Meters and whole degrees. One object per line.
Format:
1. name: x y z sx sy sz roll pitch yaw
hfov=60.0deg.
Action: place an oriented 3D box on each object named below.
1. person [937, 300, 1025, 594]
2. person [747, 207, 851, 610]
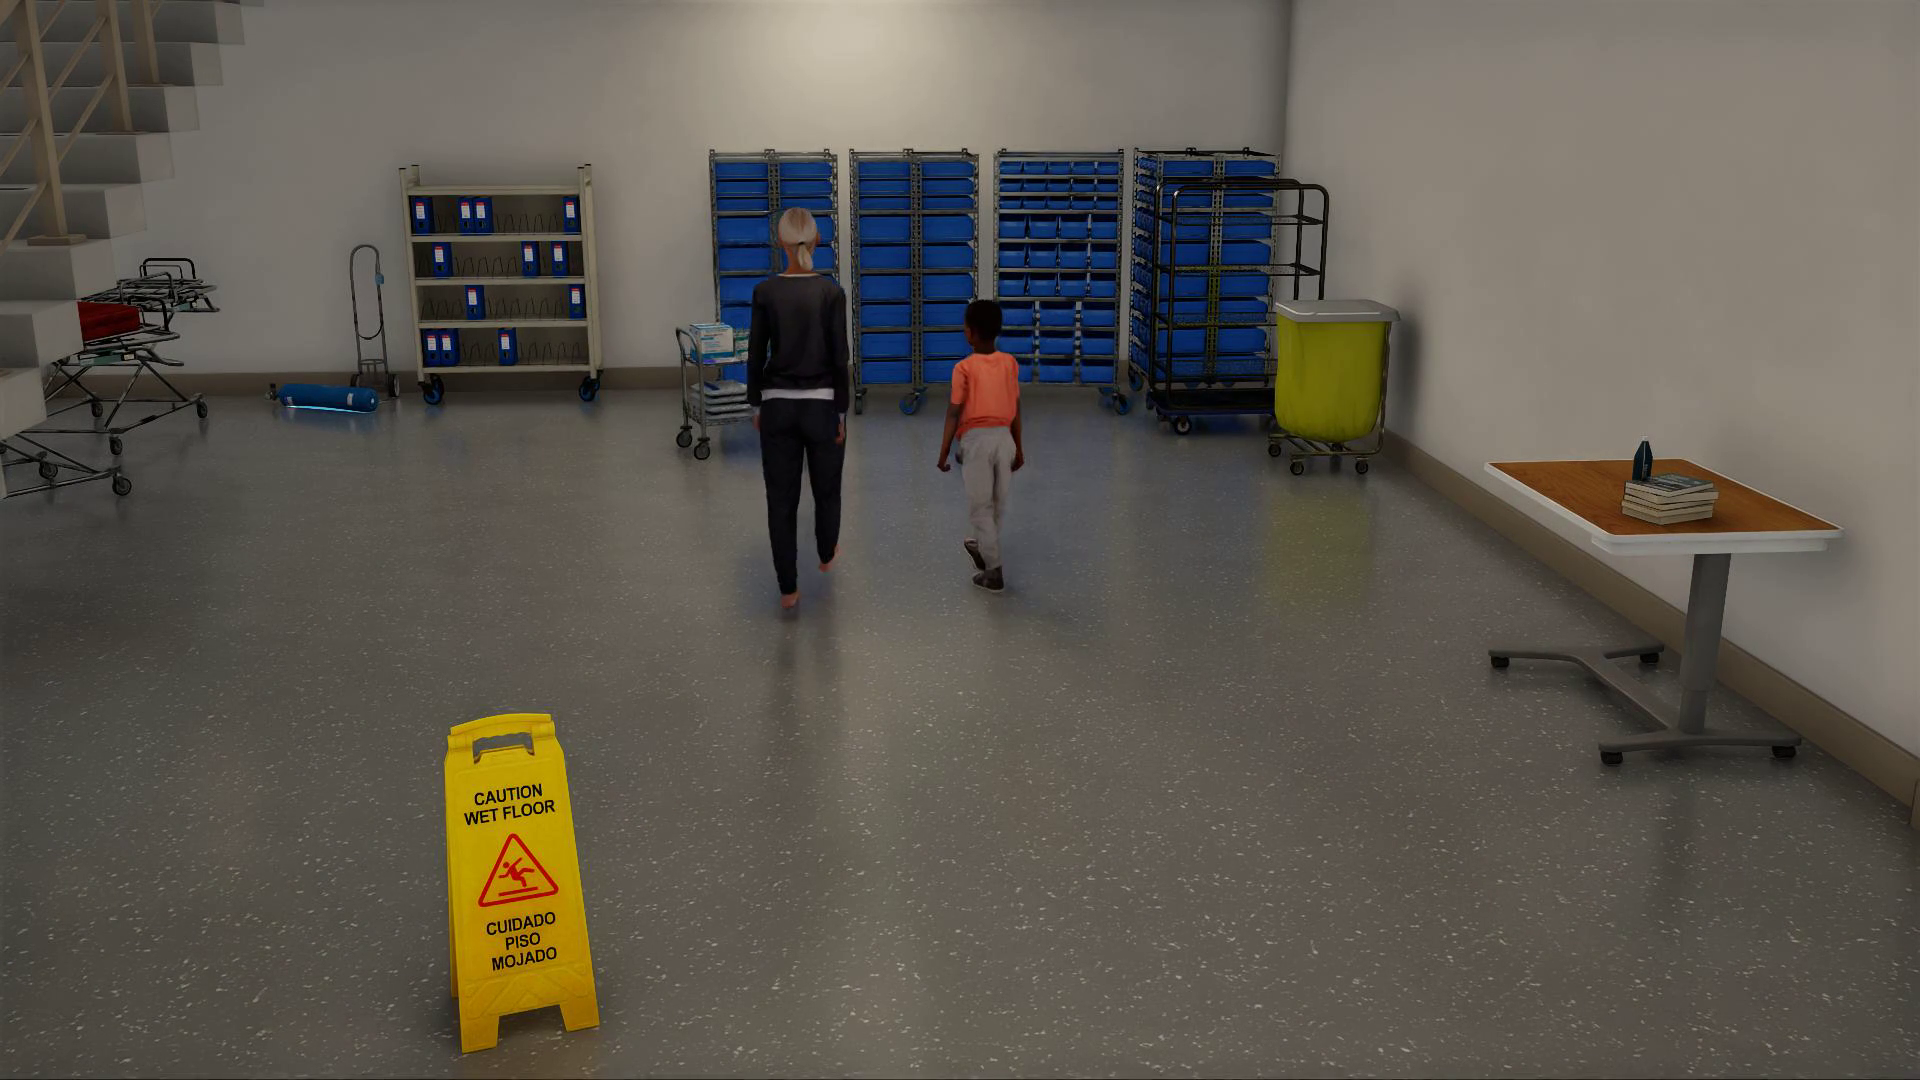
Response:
1. person: 0.139 -0.399 7.382 0.663 1.293 0.830 -7 17 -23
2. person: -0.694 -0.533 7.143 0.663 1.682 1.074 0 16 0
